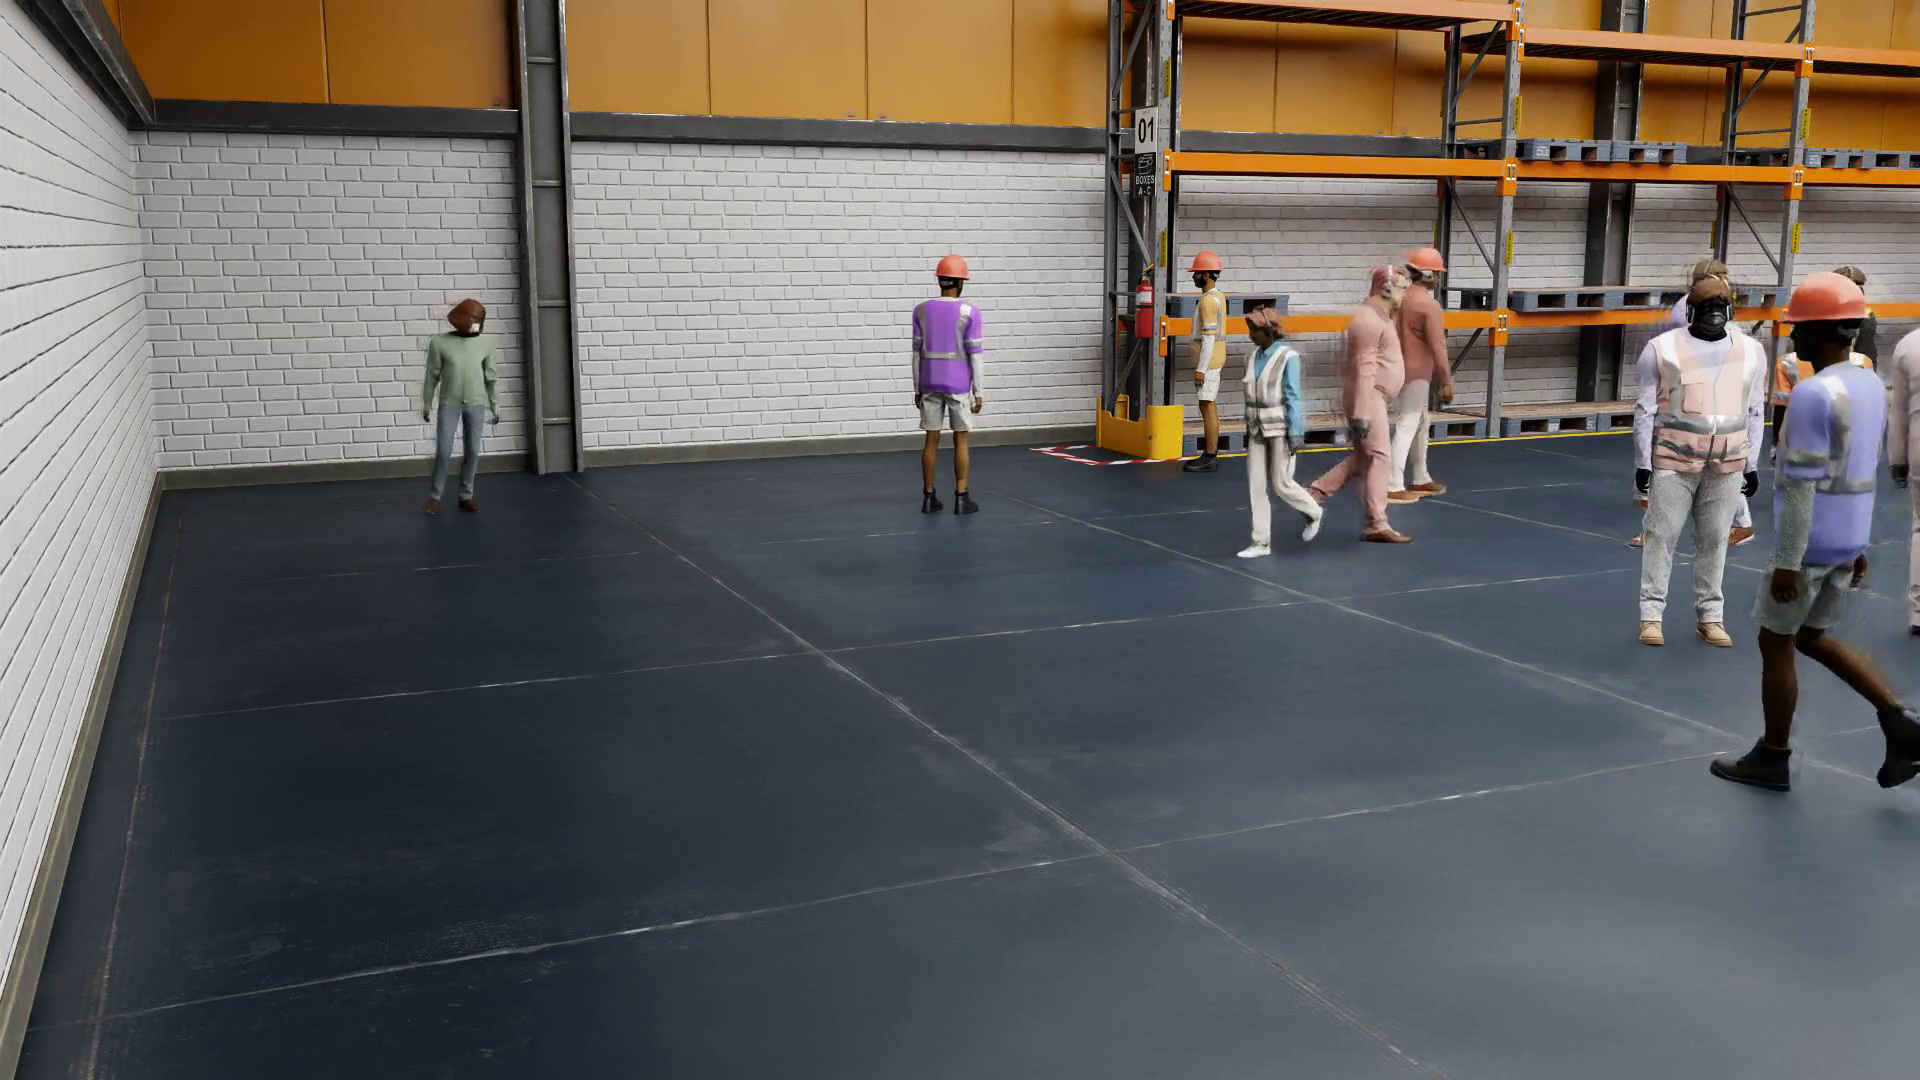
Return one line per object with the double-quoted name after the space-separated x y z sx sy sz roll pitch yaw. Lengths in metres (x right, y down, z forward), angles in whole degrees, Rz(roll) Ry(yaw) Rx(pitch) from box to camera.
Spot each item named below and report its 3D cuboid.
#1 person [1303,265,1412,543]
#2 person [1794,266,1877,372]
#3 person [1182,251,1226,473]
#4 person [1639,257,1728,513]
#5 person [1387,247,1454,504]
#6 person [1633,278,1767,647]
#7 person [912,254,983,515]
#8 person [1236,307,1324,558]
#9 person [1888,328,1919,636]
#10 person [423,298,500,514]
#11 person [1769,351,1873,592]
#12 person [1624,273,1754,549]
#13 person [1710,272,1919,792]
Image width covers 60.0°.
2.692 -0.919 11.249 0.726 1.876 0.655 3 11 17 "person"
6.476 -1.092 12.311 0.430 1.840 0.624 -5 11 -25 "person"
2.153 -1.559 14.633 0.358 1.938 0.545 3 11 15 "person"
5.398 -1.096 12.140 0.809 1.899 0.644 7 13 35 "person"
3.621 -1.257 12.854 0.795 1.966 0.666 -3 11 -15 "person"
3.697 -0.381 8.337 0.625 1.844 0.429 1 10 6 "person"
-0.083 -1.147 12.377 0.554 1.929 0.395 4 11 19 "person"
2.081 -0.693 10.729 0.628 1.615 0.522 -6 12 -30 "person"
5.055 -0.424 8.433 0.442 1.891 0.669 -8 13 -38 "person"
-3.697 -0.988 12.358 0.539 1.604 0.408 -6 12 -30 "person"
4.942 -0.529 9.576 0.530 1.692 0.321 6 12 31 "person"
4.921 -0.835 10.964 0.950 1.826 0.555 -3 11 -15 "person"
3.143 0.008 5.974 0.546 1.922 0.654 -8 13 -39 "person"
